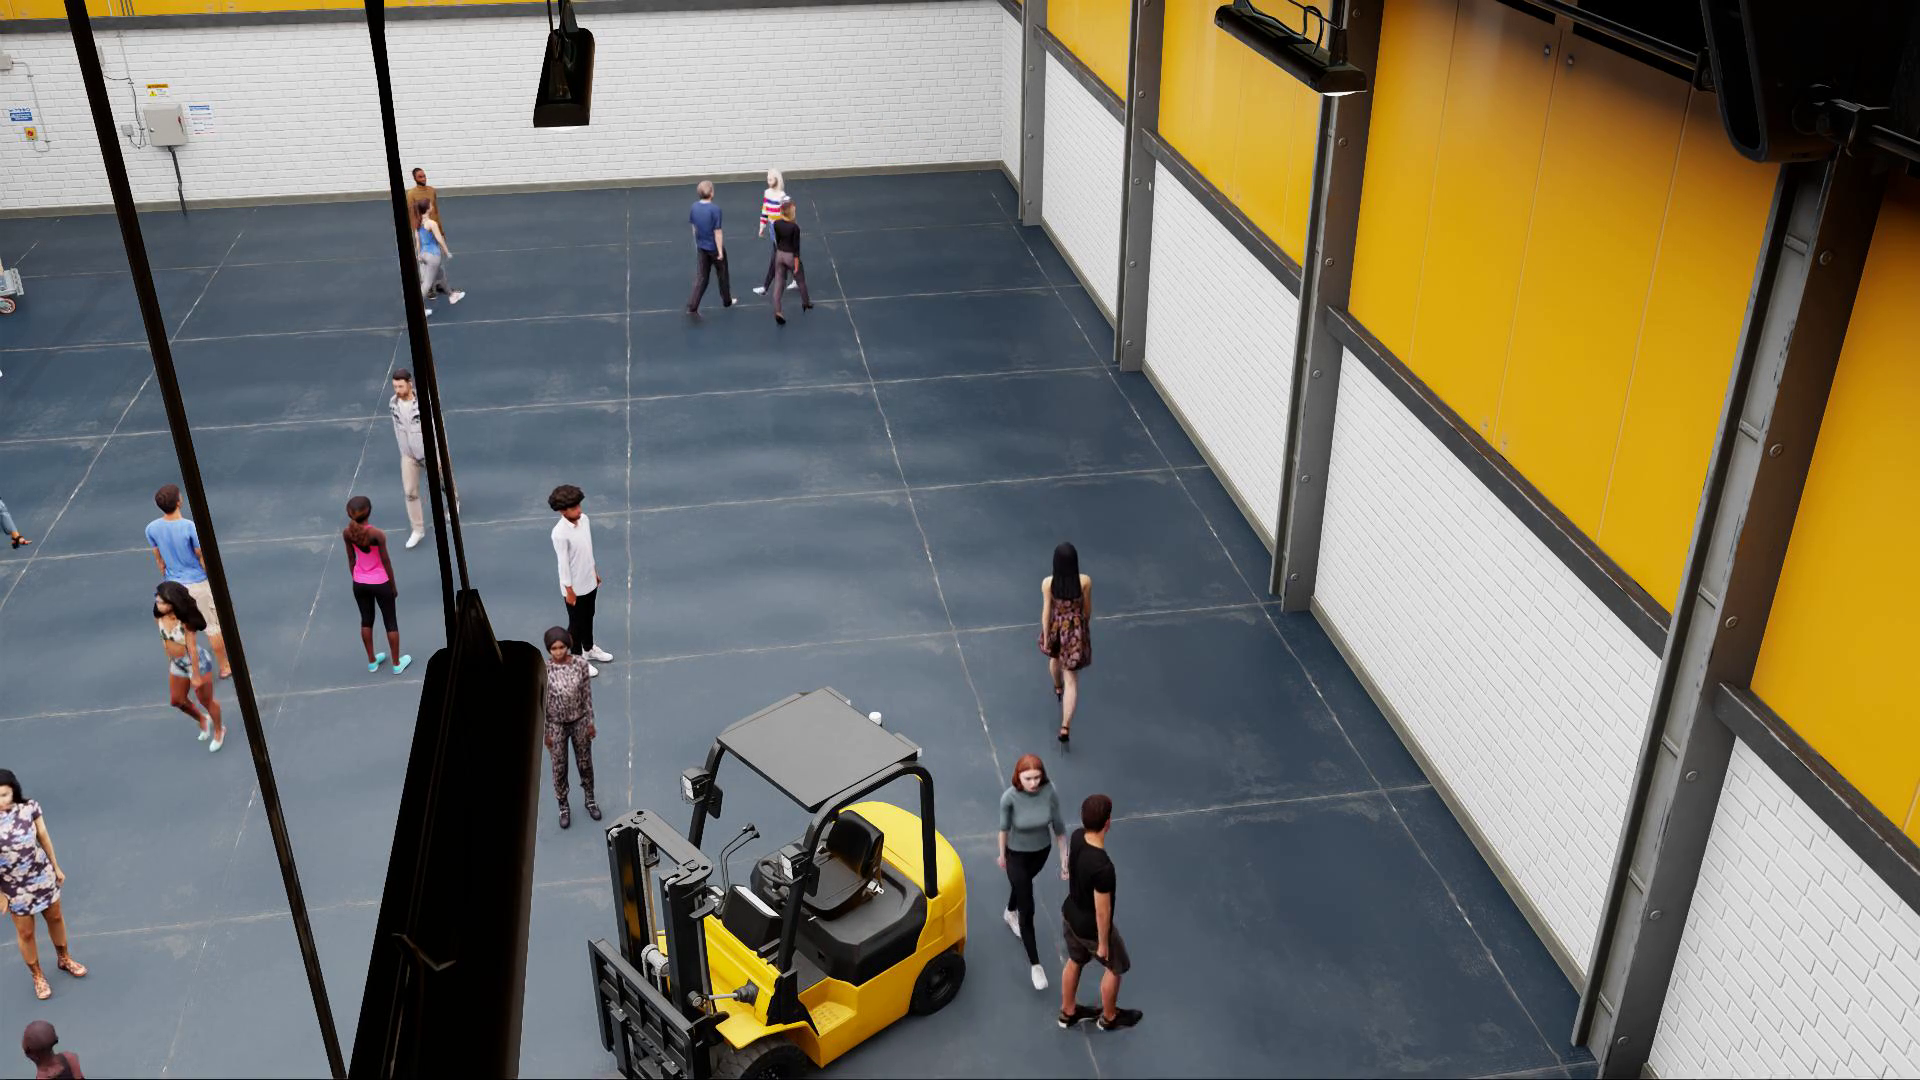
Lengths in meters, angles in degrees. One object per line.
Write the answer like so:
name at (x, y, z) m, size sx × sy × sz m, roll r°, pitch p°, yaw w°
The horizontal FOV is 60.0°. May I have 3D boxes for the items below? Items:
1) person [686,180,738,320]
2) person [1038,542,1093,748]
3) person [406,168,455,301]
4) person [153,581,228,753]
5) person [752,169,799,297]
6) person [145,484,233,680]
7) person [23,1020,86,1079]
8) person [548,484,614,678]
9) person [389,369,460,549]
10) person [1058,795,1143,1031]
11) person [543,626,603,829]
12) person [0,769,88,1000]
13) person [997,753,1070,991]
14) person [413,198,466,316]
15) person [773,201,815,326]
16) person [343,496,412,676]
person at (-3.431, -3.855, 22.341) m, size 1.120 × 1.822 × 1.296 m, roll 12°, pitch 31°, yaw 22°
person at (0.889, 0.876, 13.768) m, size 0.775 × 1.726 × 1.223 m, roll 1°, pitch 29°, yaw 1°
person at (-7.409, -4.285, 23.134) m, size 0.767 × 1.816 × 0.712 m, roll 19°, pitch 34°, yaw 31°
person at (-6.249, 1.011, 13.640) m, size 0.687 × 1.612 × 0.735 m, roll 9°, pitch 30°, yaw 17°
person at (-2.450, -4.284, 23.196) m, size 1.079 × 1.755 × 1.157 m, roll -21°, pitch 35°, yaw -34°
person at (-6.745, 0.373, 14.546) m, size 0.686 × 1.864 × 0.624 m, roll 1°, pitch 29°, yaw 1°
person at (-4.785, 3.389, 9.158) m, size 0.812 × 1.728 × 0.656 m, roll -4°, pitch 29°, yaw -7°
person at (-3.375, 0.332, 14.677) m, size 0.783 × 1.810 × 0.678 m, roll 10°, pitch 30°, yaw 17°
person at (-5.451, -0.936, 16.968) m, size 0.939 × 1.842 × 1.263 m, roll 4°, pitch 29°, yaw 7°
person at (0.758, 2.455, 10.756) m, size 0.843 × 1.838 × 0.791 m, roll -10°, pitch 30°, yaw -18°
person at (-3.011, 1.421, 12.782) m, size 0.621 × 1.714 × 0.626 m, roll -11°, pitch 30°, yaw -19°
person at (-6.279, 2.280, 11.188) m, size 0.713 × 1.732 × 0.664 m, roll 21°, pitch 35°, yaw 33°
person at (0.450, 2.143, 11.481) m, size 0.707 × 1.692 × 1.146 m, roll -9°, pitch 30°, yaw -16°
person at (-7.204, -3.784, 22.478) m, size 1.066 × 1.567 × 1.071 m, roll 21°, pitch 35°, yaw 34°
person at (-2.342, -3.647, 22.152) m, size 0.964 × 1.637 × 1.090 m, roll 13°, pitch 31°, yaw 23°
person at (-5.178, 0.395, 14.654) m, size 0.618 × 1.721 × 0.635 m, roll 4°, pitch 29°, yaw 7°
